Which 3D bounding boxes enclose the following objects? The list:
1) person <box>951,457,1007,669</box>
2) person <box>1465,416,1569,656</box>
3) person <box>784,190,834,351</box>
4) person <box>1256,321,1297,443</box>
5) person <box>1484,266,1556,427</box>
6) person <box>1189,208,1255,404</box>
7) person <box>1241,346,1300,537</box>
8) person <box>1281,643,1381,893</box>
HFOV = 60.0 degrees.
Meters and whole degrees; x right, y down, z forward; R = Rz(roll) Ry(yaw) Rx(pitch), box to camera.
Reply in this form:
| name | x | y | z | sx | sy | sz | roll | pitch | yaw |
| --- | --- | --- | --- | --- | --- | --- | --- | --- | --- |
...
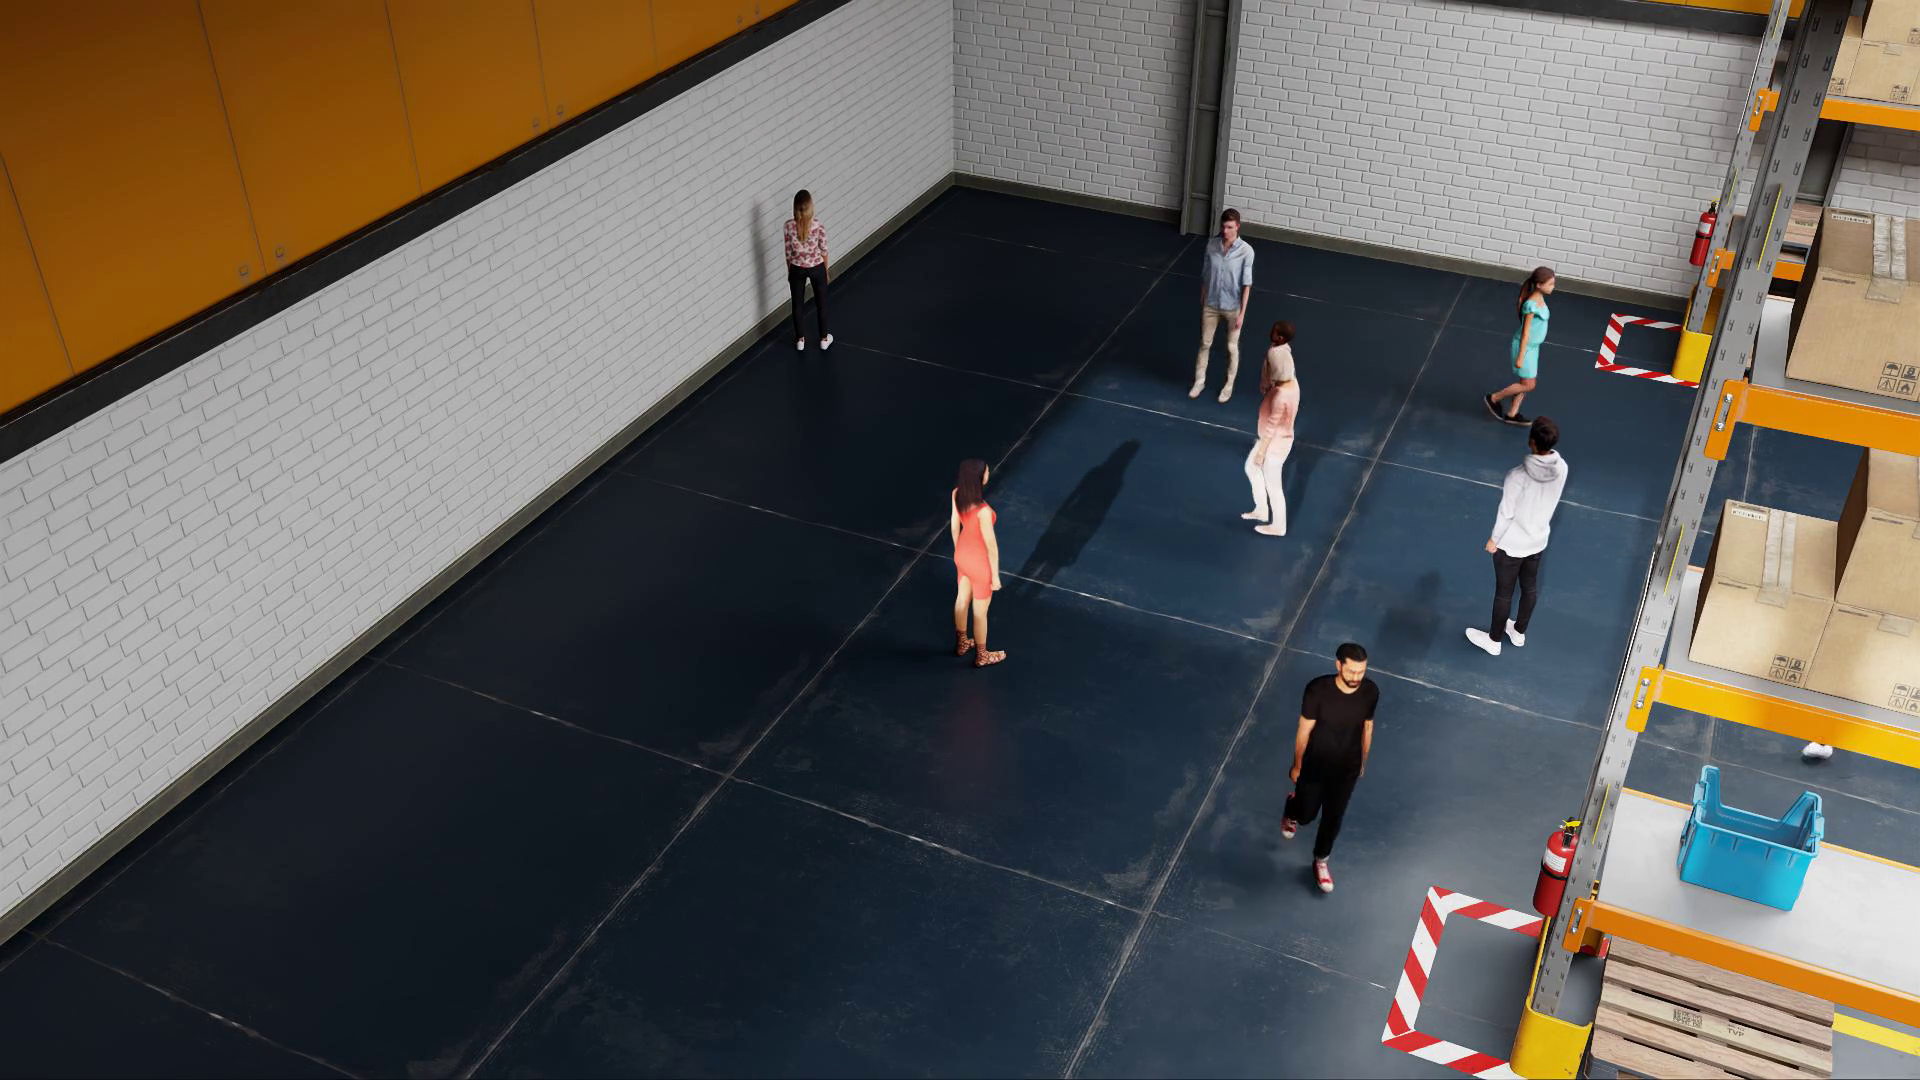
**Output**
| name | x | y | z | sx | sy | sz | roll | pitch | yaw |
| --- | --- | --- | --- | --- | --- | --- | --- | --- | --- |
| person | 0.104 | 0.154 | 11.877 | 0.721 | 1.719 | 0.600 | -25 | 41 | -32 |
| person | 4.060 | -0.029 | 11.961 | 0.781 | 1.931 | 0.819 | -15 | 37 | -22 |
| person | -1.479 | -2.615 | 16.119 | 0.580 | 1.634 | 0.697 | 1 | 34 | 1 |
| person | 2.747 | -1.307 | 14.448 | 0.472 | 1.307 | 0.513 | 13 | 36 | 18 |
| person | 4.983 | -1.727 | 14.861 | 0.683 | 1.549 | 0.560 | 17 | 37 | 24 |
| person | 2.449 | -2.167 | 15.254 | 0.540 | 1.846 | 0.714 | 15 | 36 | 21 |
| person | 2.596 | -0.756 | 13.255 | 0.668 | 1.709 | 0.639 | 10 | 35 | 15 |
| person | 2.218 | 1.303 | 10.123 | 0.944 | 1.748 | 0.957 | -4 | 34 | -6 |
